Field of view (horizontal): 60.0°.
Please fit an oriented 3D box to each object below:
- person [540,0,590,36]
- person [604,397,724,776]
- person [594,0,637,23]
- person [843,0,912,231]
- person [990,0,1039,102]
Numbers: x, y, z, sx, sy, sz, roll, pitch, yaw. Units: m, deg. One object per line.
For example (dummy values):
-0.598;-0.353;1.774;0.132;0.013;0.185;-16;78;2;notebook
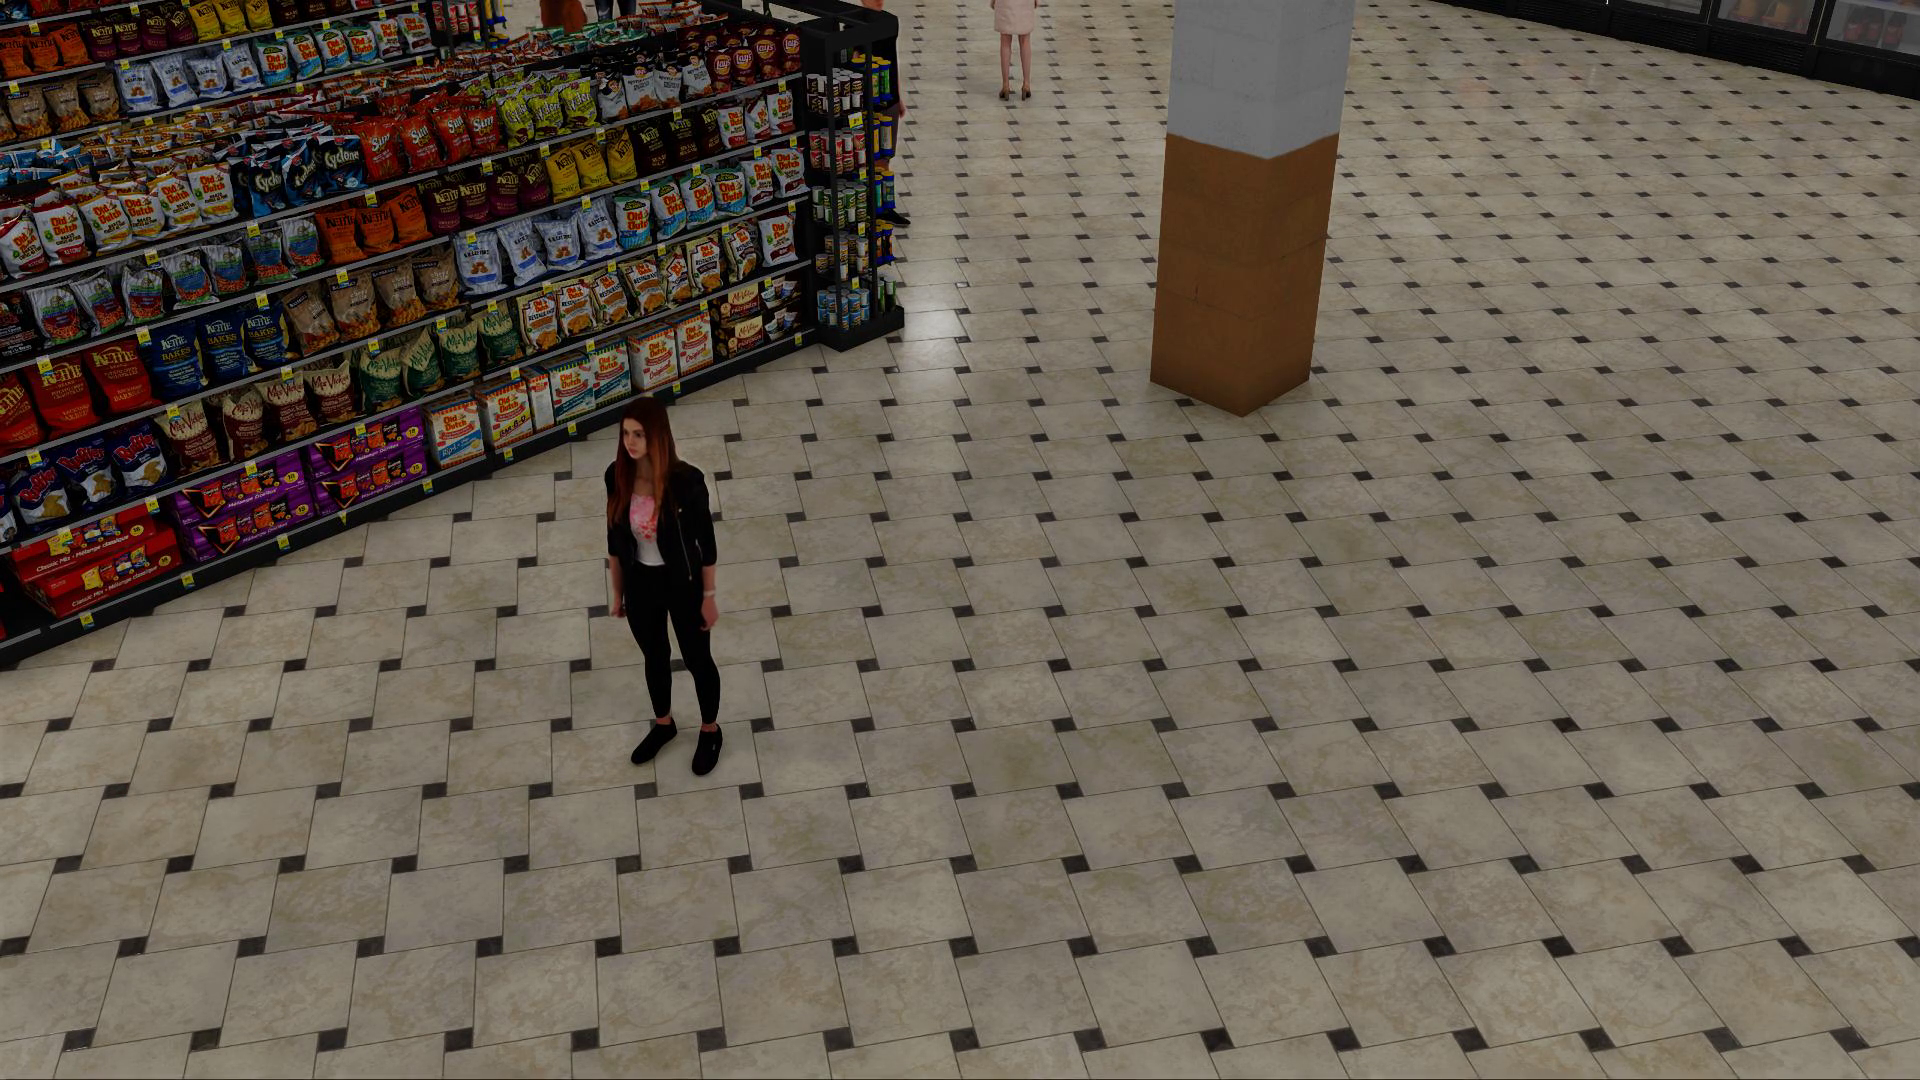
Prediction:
-3.039;-3.576;12.754;0.667;1.704;0.871;23;38;32;person
-1.173;0.183;6.708;0.689;1.711;0.692;9;33;14;person
-3.127;-5.073;14.969;0.663;1.905;0.832;-13;34;-20;person
-0.621;-3.125;11.886;0.727;1.855;0.511;27;41;36;person
0.483;-4.753;14.616;0.690;1.735;0.749;0;32;0;person
